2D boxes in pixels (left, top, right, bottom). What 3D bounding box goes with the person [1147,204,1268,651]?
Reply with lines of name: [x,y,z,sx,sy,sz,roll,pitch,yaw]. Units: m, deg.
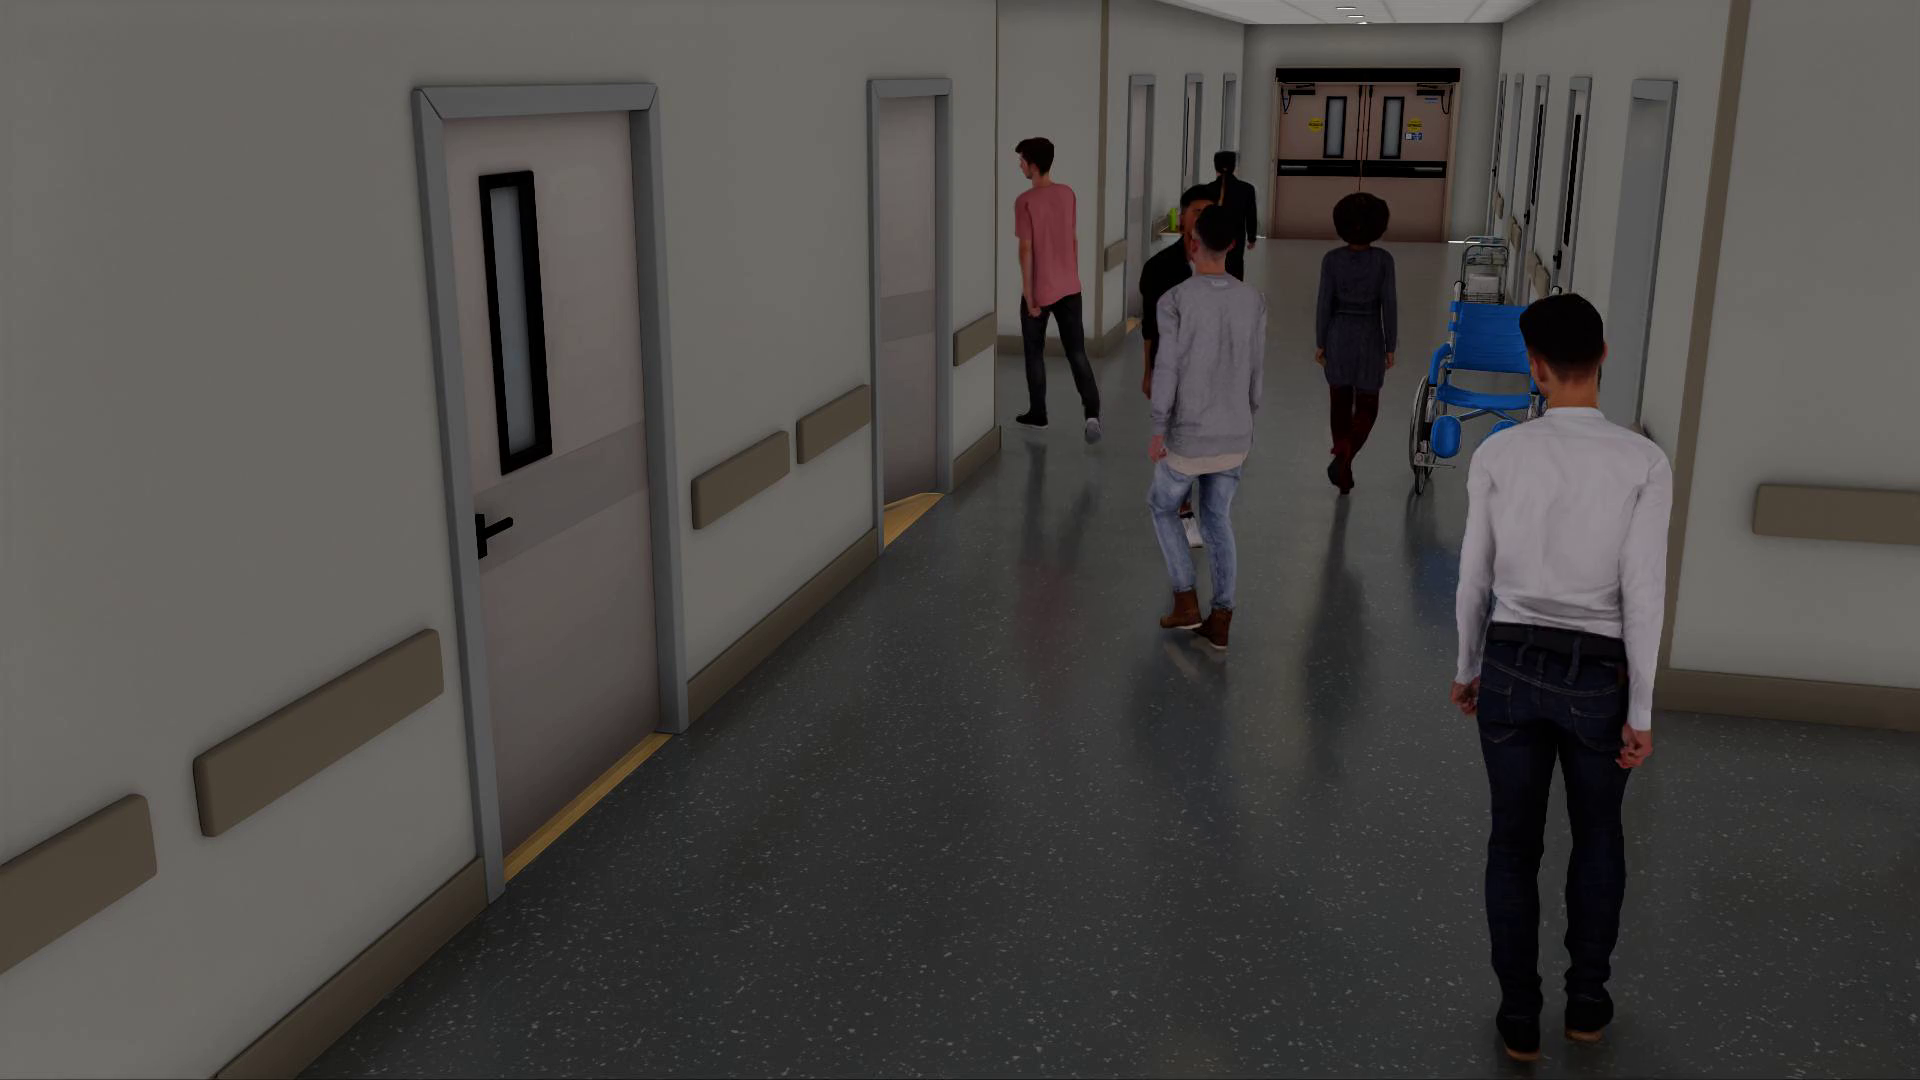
person: [1.042,-0.424,6.786,0.847,1.817,0.871,-6,17,-19]

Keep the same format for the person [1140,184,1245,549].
person: [1.182,-0.909,8.586,1.023,1.774,1.285,-3,16,-10]

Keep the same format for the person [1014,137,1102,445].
person: [0.630,-1.556,10.623,1.217,1.914,1.331,-6,17,-20]

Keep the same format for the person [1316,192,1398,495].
person: [2.166,-1.031,9.167,0.647,1.693,0.974,5,17,19]

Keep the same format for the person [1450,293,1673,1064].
person: [1.423,0.365,3.935,0.685,1.845,0.722,11,19,34]

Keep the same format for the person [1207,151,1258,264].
person: [2.346,-2.548,14.668,0.729,1.628,1.071,3,16,11]
